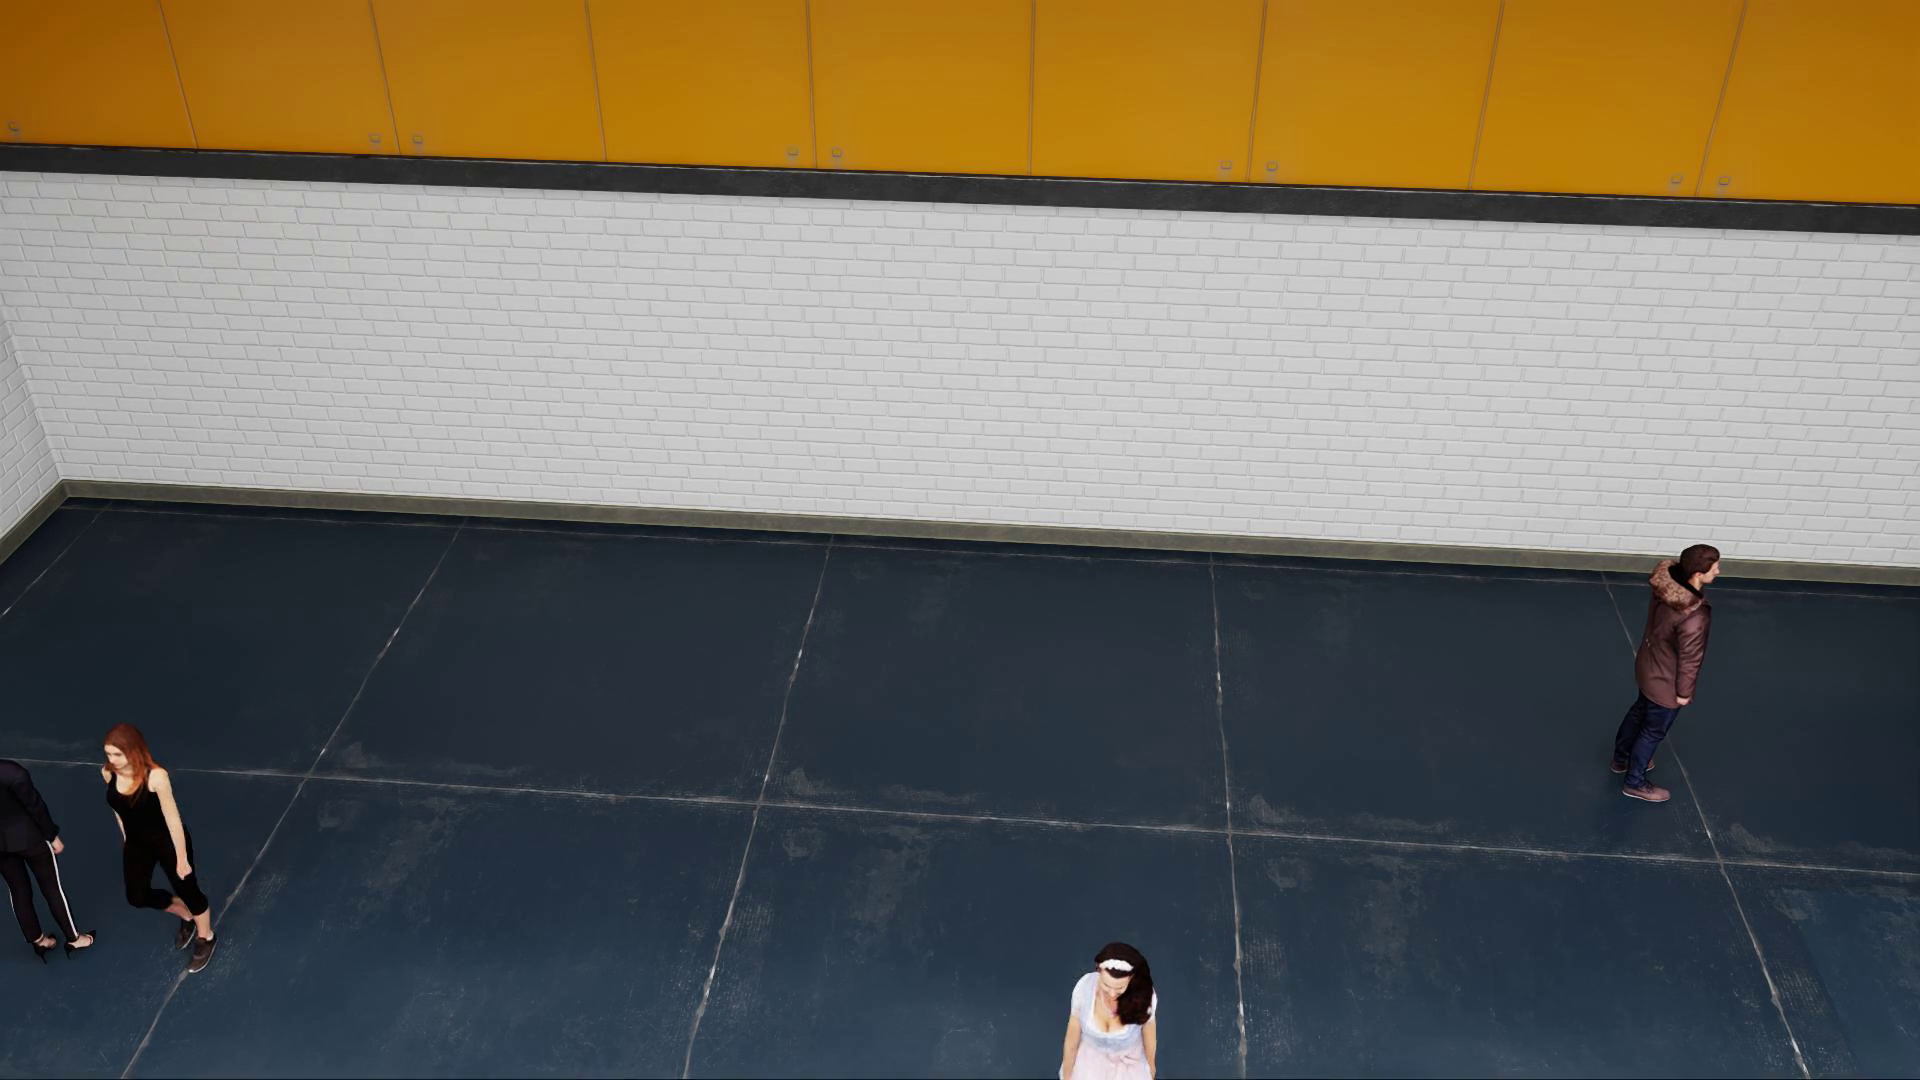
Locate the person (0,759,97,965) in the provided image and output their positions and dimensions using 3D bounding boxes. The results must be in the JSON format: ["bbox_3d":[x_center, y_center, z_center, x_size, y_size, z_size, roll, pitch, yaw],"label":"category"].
[{"bbox_3d":[-5.199,1.672,9.170,0.636,1.707,0.587,-2,34,-3],"label":"person"}]

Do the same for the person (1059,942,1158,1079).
[{"bbox_3d":[0.707,2.454,7.922,0.738,1.787,0.837,9,35,13],"label":"person"}]

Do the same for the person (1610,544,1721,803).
[{"bbox_3d":[4.397,0.801,10.355,0.812,1.847,0.603,2,34,2],"label":"person"}]

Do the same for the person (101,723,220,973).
[{"bbox_3d":[-4.391,1.632,9.221,0.611,1.718,0.650,7,34,11],"label":"person"}]
